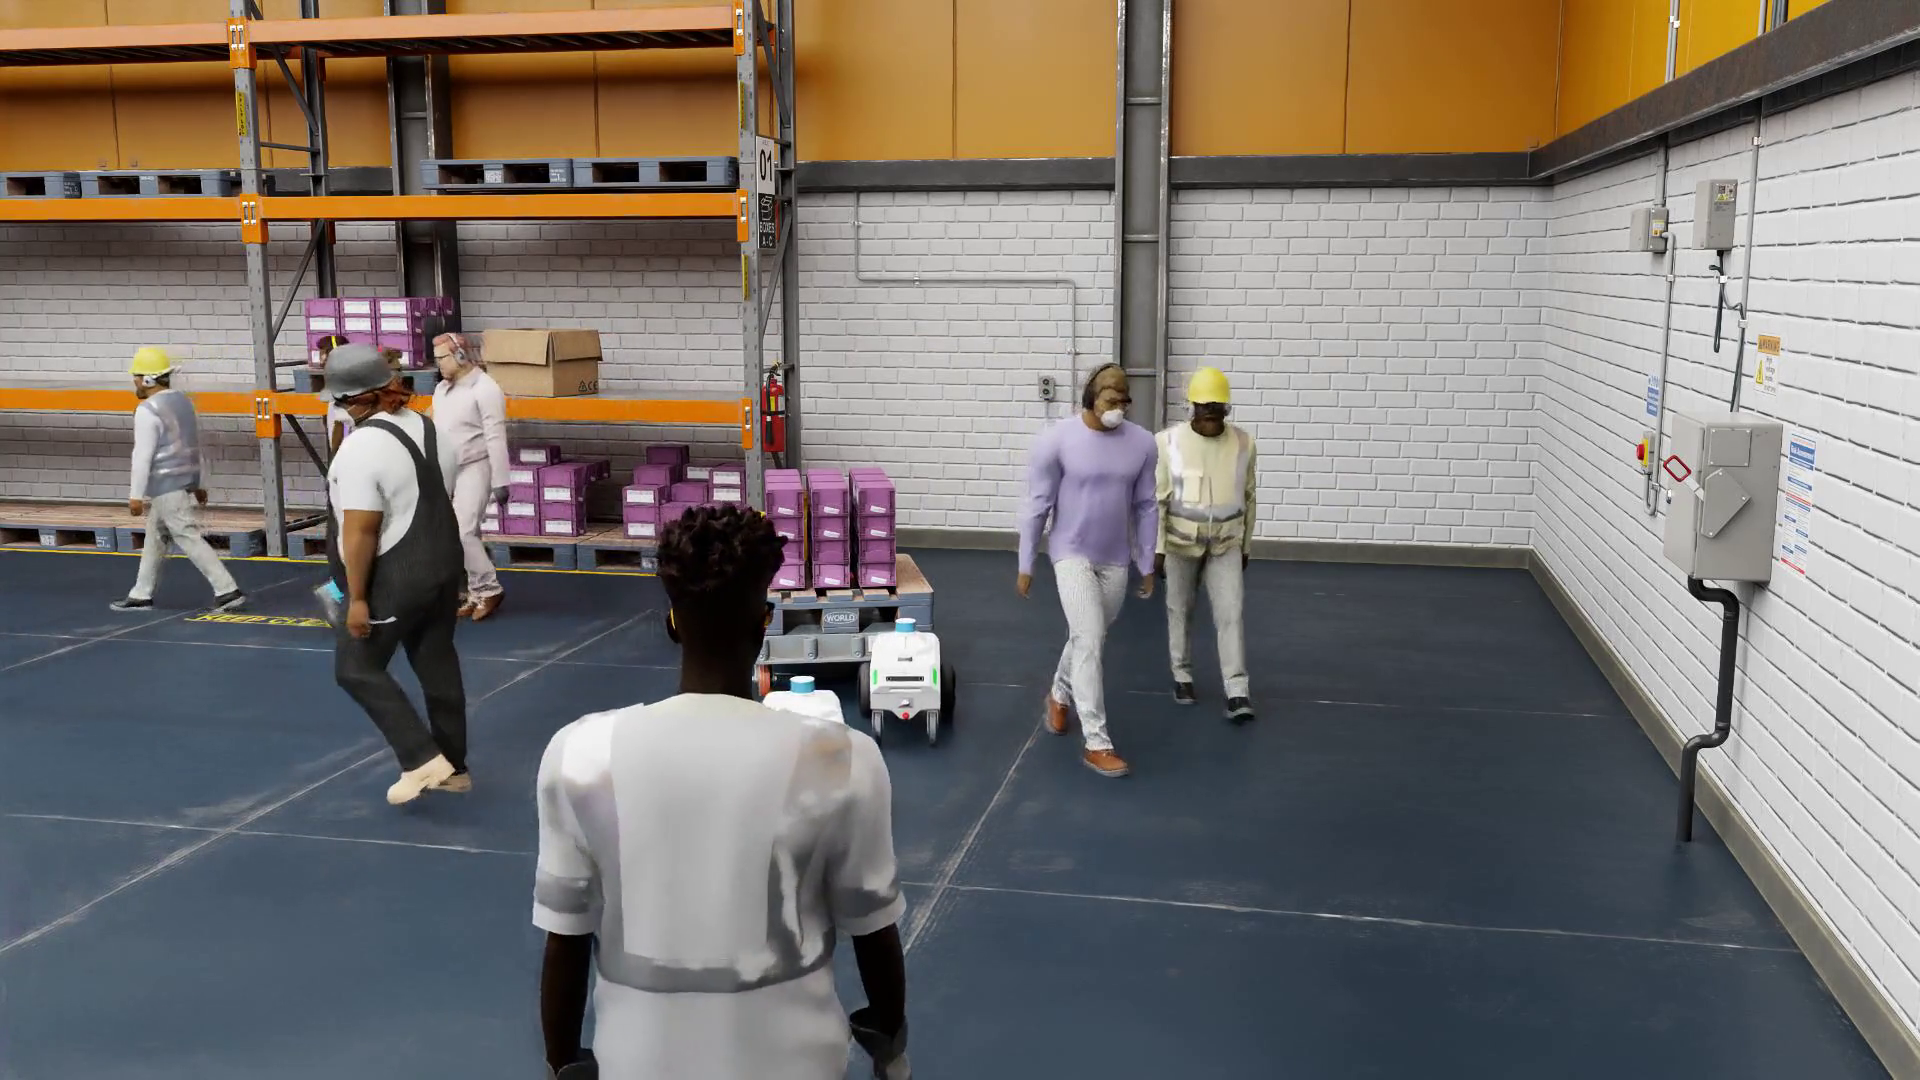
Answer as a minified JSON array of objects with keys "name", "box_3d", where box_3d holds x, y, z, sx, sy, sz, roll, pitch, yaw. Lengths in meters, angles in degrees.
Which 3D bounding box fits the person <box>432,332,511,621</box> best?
[{"name":"person","box_3d":[-3.228,-0.403,10.807,0.657,1.881,0.432,9,13,43]}]

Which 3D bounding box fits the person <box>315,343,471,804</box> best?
[{"name":"person","box_3d":[-2.392,0.138,7.073,0.538,2.000,0.783,4,10,20]}]

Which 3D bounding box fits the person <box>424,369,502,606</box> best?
[{"name":"person","box_3d":[-3.370,-0.376,11.207,0.533,1.697,0.319,6,11,31]}]

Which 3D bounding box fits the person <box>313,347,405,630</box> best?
[{"name":"person","box_3d":[-3.611,-0.279,10.255,0.717,1.822,0.572,-3,10,-16]}]

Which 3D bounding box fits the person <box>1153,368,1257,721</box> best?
[{"name":"person","box_3d":[1.255,0.028,8.483,0.598,1.791,0.896,-1,9,-3]}]

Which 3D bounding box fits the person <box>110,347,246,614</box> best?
[{"name":"person","box_3d":[-5.214,-0.385,11.011,0.934,1.787,0.608,0,9,-1]}]

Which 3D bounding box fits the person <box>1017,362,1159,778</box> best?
[{"name":"person","box_3d":[0.589,0.089,7.874,0.653,1.886,0.979,-4,10,-23]}]

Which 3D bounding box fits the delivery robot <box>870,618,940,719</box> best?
[{"name":"delivery robot","box_3d":[-0.269,0.634,8.275,0.477,0.478,0.707,0,9,-1]}]

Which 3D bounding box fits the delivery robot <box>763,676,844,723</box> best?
[{"name":"delivery robot","box_3d":[-0.669,0.826,7.118,0.477,0.478,0.707,-1,10,-7]}]

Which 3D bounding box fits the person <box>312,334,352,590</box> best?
[{"name":"person","box_3d":[-4.222,-0.530,11.721,0.731,1.843,0.512,-2,10,-10]}]

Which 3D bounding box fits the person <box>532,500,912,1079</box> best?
[{"name":"person","box_3d":[-0.392,0.875,2.999,0.622,1.911,0.997,1,9,5]}]
